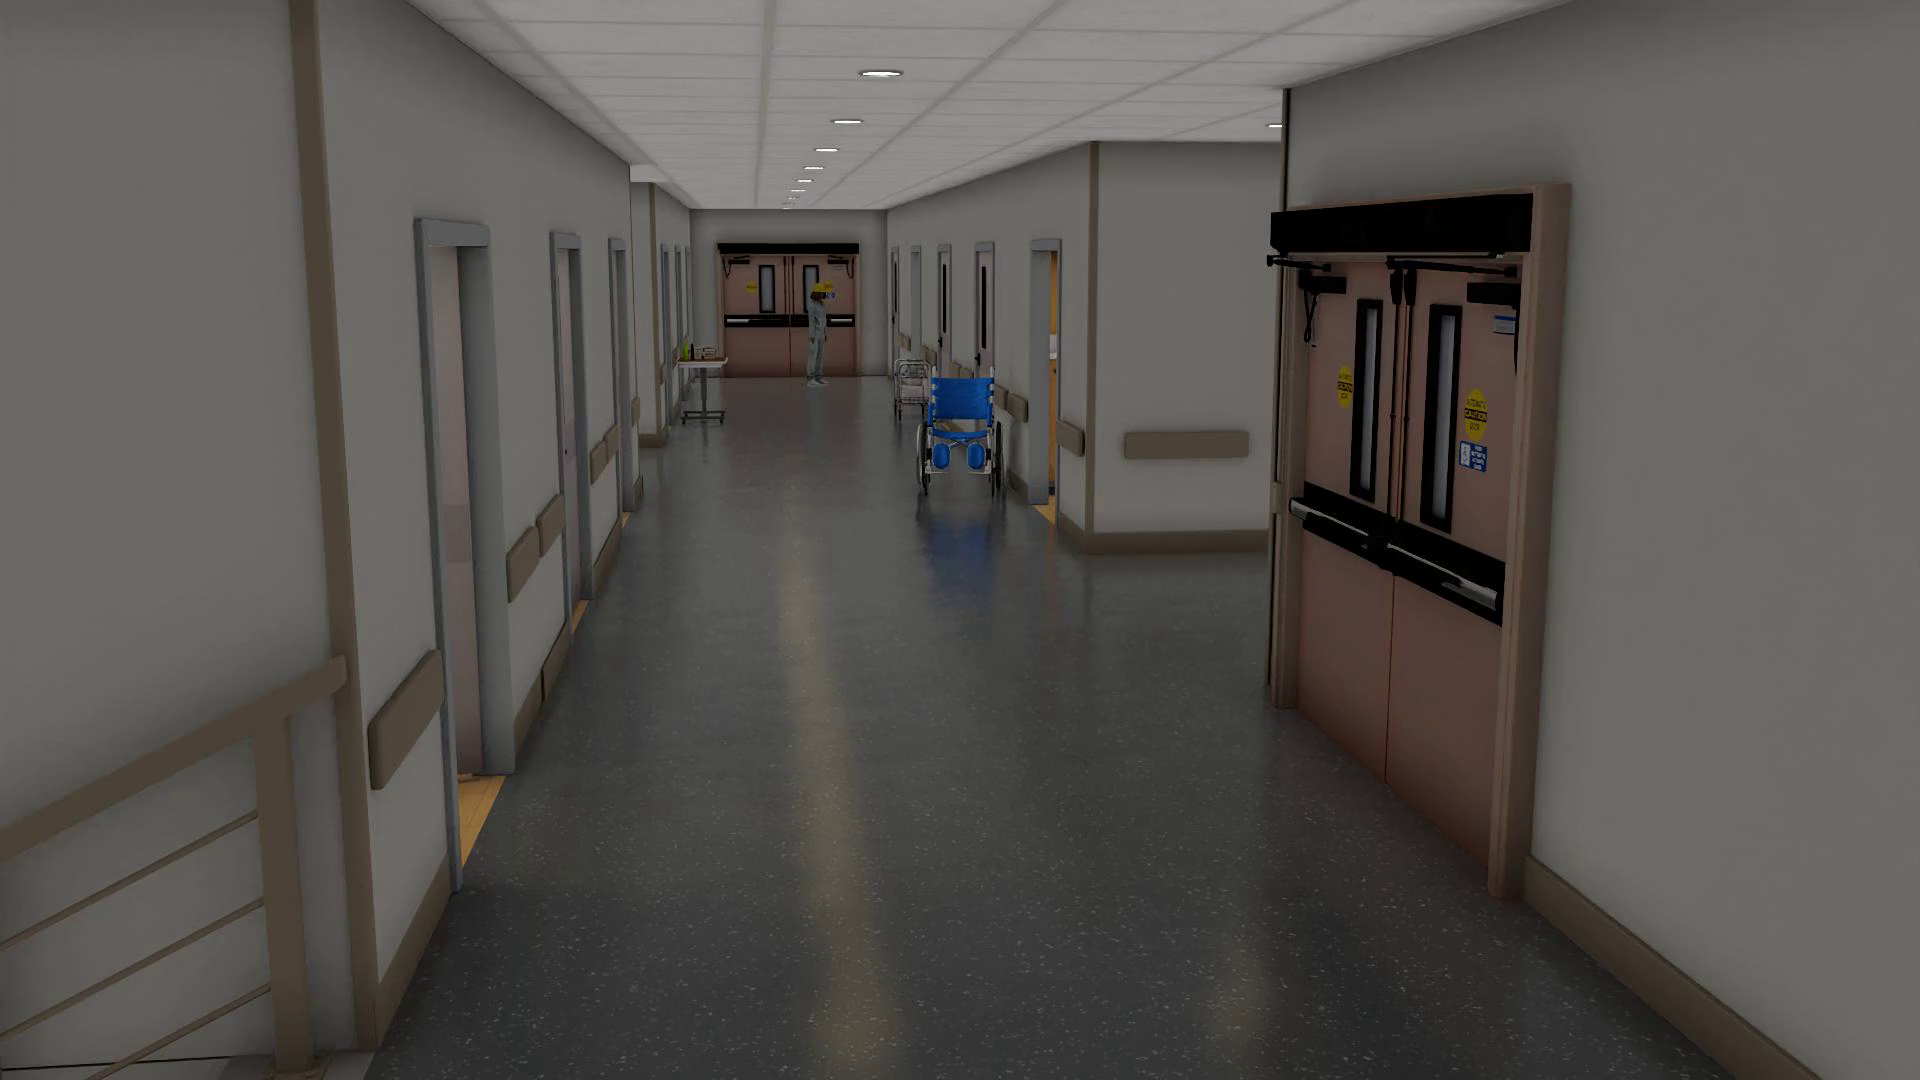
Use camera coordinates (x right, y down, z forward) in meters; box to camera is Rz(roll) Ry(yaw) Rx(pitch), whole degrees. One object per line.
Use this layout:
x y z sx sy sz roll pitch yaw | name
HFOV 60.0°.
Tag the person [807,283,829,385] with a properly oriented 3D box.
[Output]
-2.410 -3.499 28.308 0.347 1.735 0.485 5 11 25 | person
